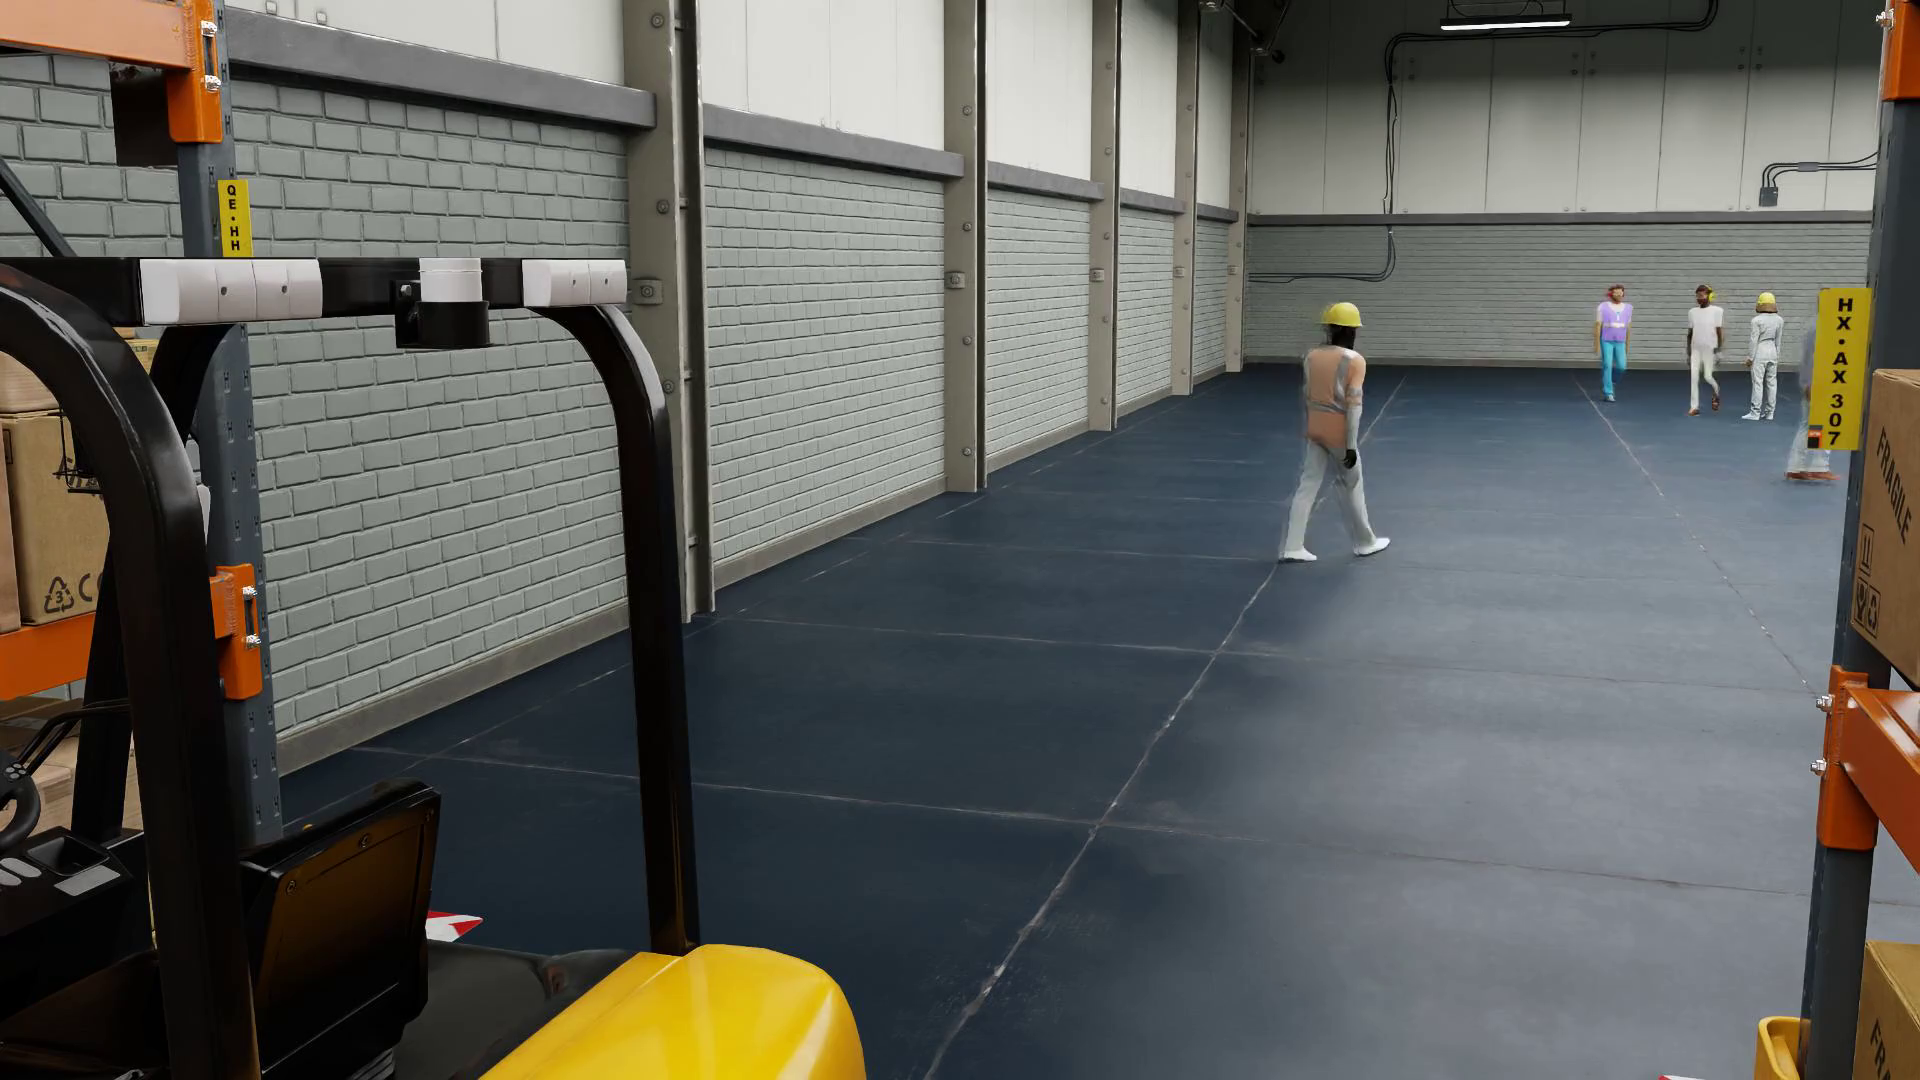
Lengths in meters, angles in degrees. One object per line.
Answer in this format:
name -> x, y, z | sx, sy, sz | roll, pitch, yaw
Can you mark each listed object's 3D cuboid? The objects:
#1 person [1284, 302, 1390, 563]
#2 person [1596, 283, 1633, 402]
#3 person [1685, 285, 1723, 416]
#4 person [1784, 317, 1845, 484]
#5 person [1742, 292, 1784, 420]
person -> 2.722, -0.774, 12.041 | 0.983, 1.871, 0.608 | -6, 11, -33
person -> 10.073, -3.042, 25.683 | 0.572, 1.827, 0.462 | 0, 10, -1
person -> 10.492, -2.663, 23.377 | 0.637, 1.846, 0.551 | -9, 13, -42
person -> 8.434, -1.492, 16.275 | 0.588, 1.885, 0.708 | 3, 10, 18
person -> 11.020, -2.518, 22.818 | 0.487, 1.745, 0.292 | -3, 10, -15
